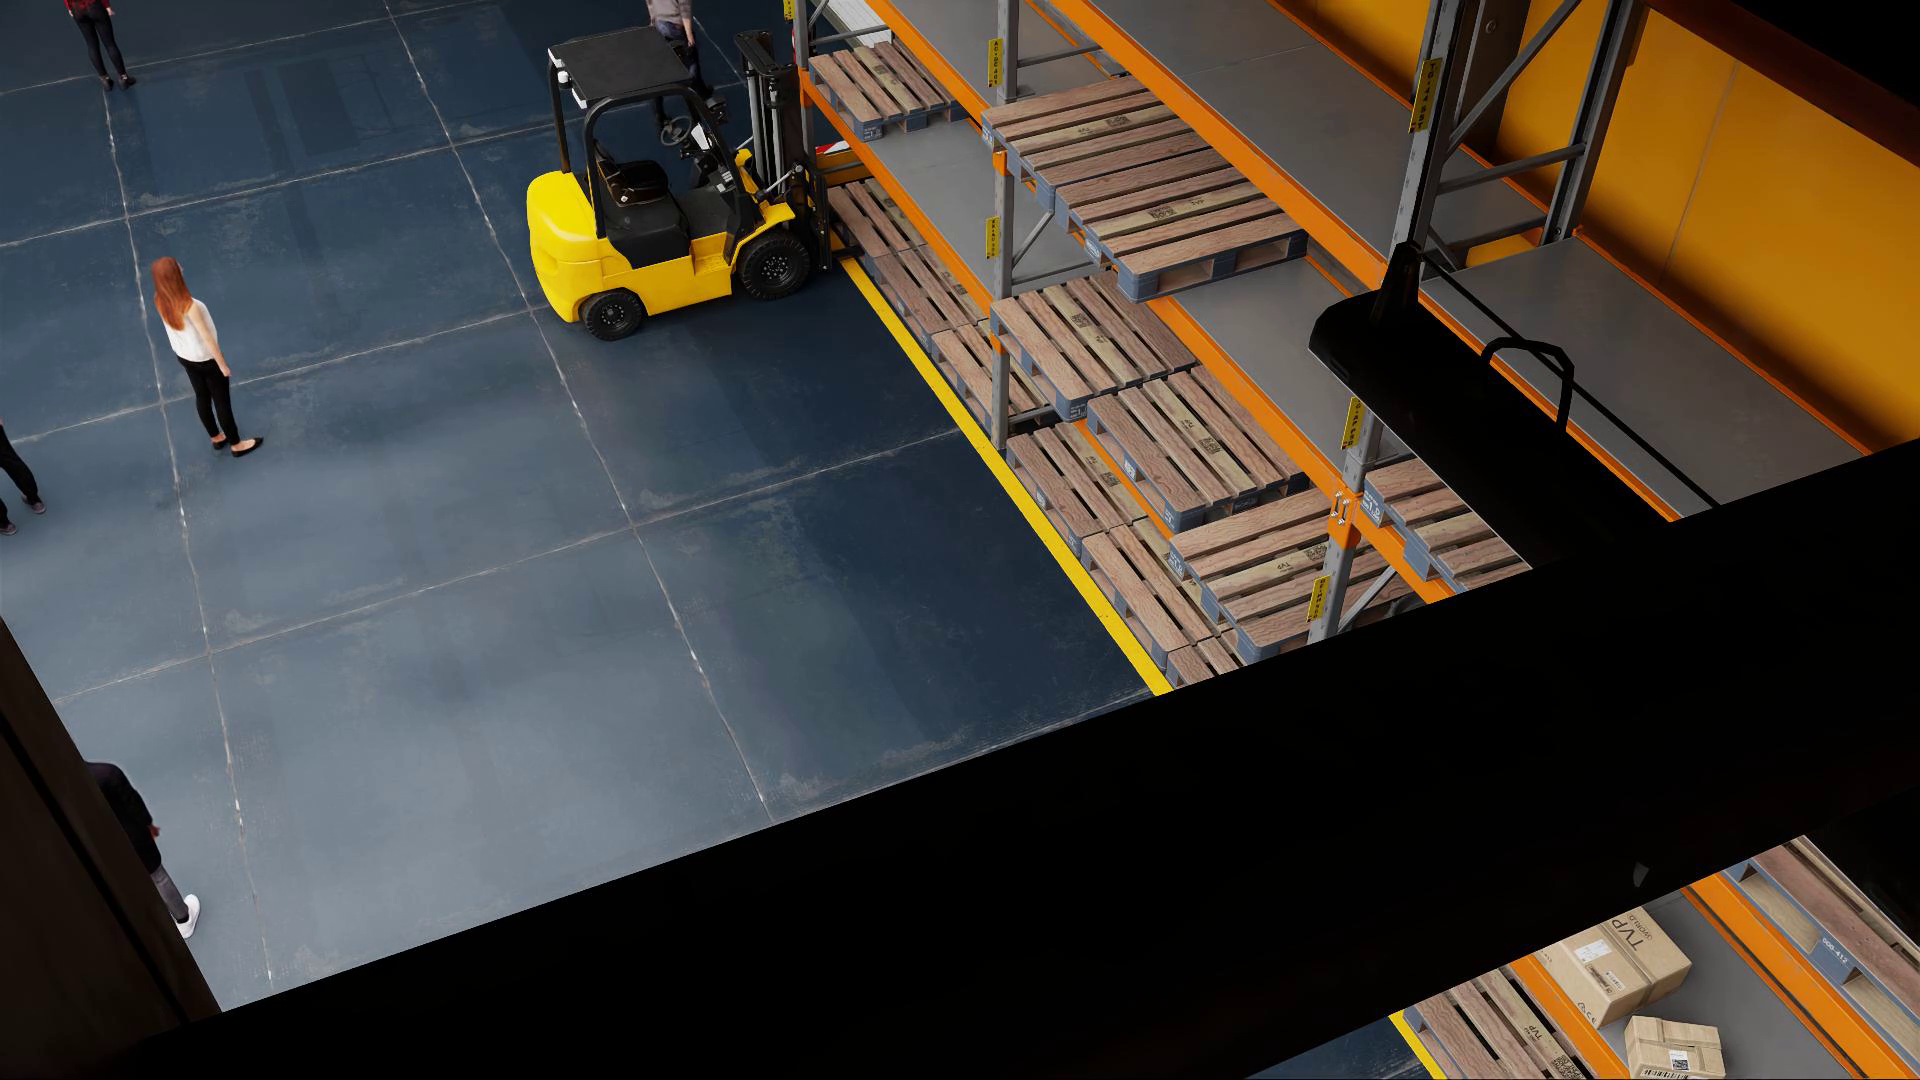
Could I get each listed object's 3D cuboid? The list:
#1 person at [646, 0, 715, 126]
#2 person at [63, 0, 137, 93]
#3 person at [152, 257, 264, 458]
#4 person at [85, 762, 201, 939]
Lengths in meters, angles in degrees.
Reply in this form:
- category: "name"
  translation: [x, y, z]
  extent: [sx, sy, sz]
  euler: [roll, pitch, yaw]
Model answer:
- category: "person"
  translation: [-2.809, -4.871, 15.941]
  extent: [1.229, 1.874, 1.277]
  euler: [15, 46, 16]
- category: "person"
  translation: [-8.647, -5.254, 16.500]
  extent: [0.644, 1.658, 0.614]
  euler: [-4, 44, -5]
- category: "person"
  translation: [-5.659, -1.357, 12.363]
  extent: [0.627, 1.721, 0.718]
  euler: [20, 47, 20]
- category: "person"
  translation: [-4.684, 1.668, 9.159]
  extent: [0.648, 1.761, 0.561]
  euler: [-15, 46, -15]
